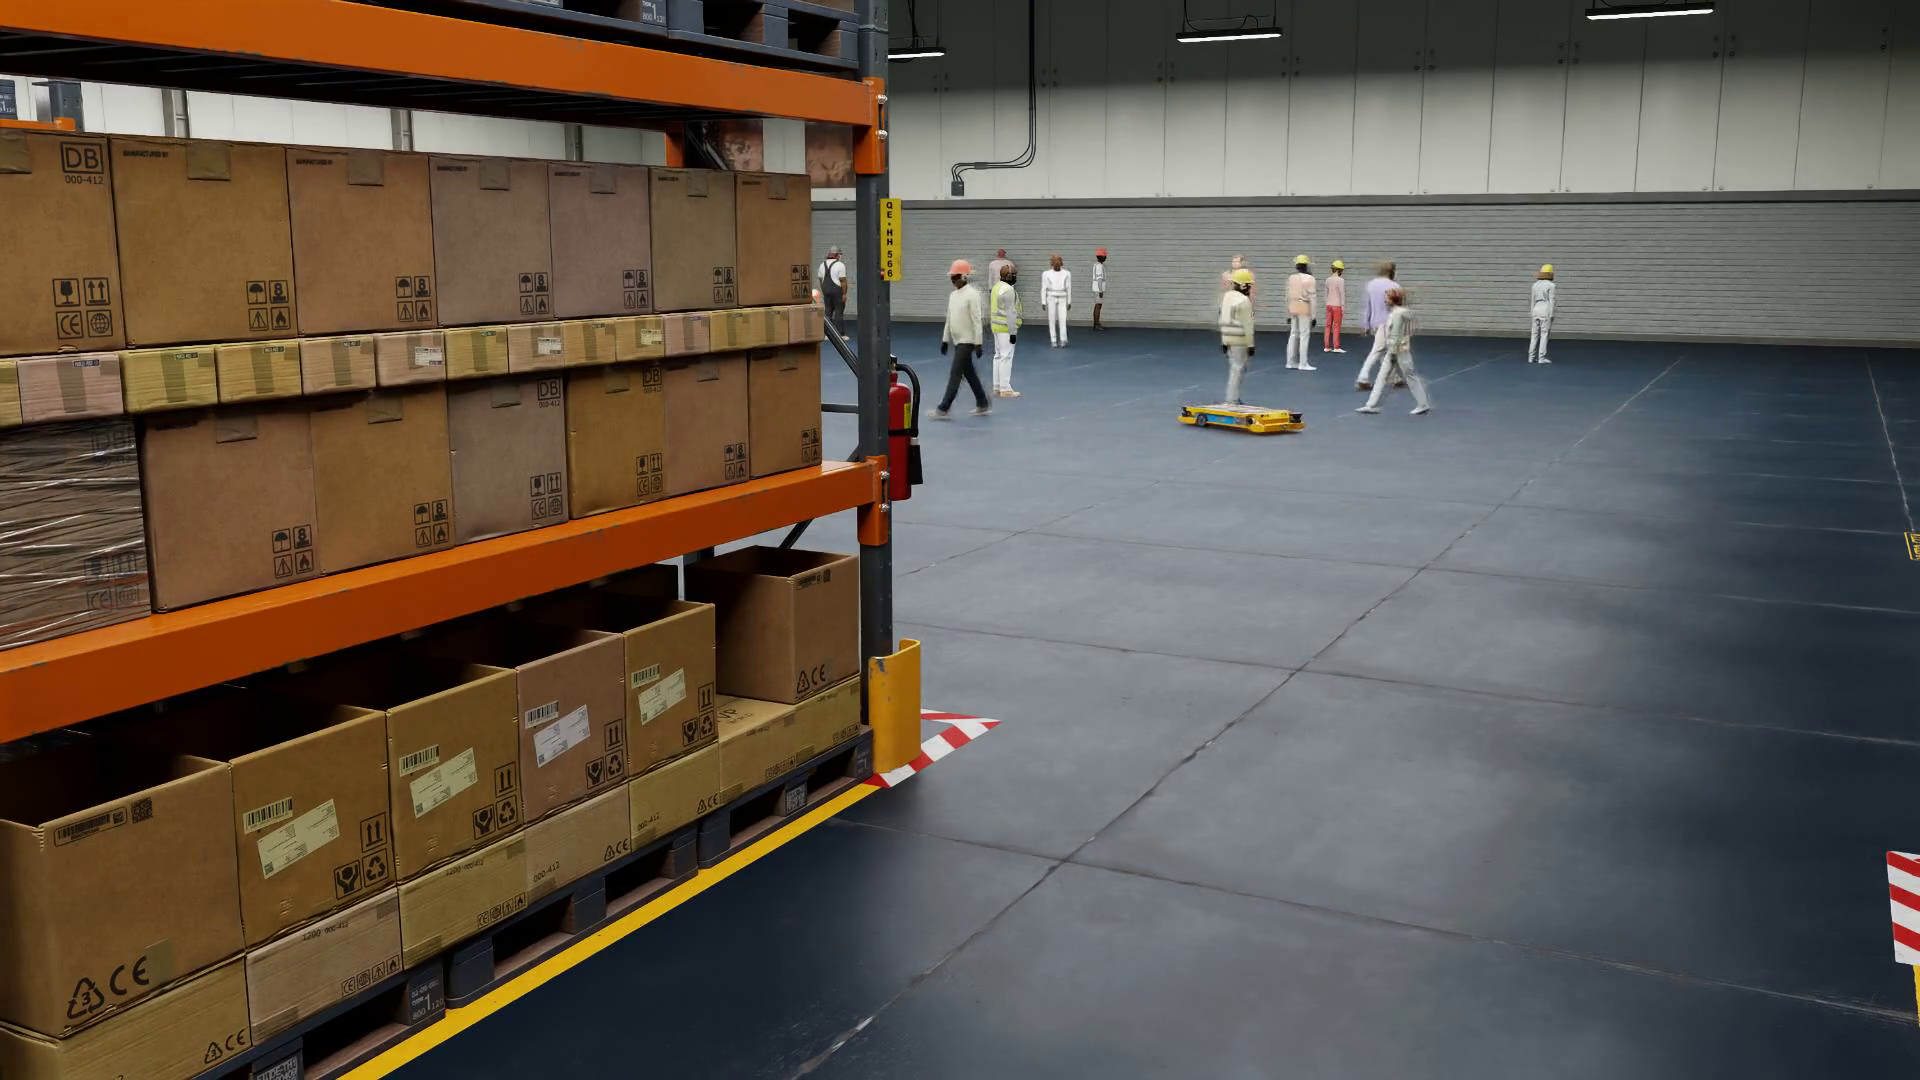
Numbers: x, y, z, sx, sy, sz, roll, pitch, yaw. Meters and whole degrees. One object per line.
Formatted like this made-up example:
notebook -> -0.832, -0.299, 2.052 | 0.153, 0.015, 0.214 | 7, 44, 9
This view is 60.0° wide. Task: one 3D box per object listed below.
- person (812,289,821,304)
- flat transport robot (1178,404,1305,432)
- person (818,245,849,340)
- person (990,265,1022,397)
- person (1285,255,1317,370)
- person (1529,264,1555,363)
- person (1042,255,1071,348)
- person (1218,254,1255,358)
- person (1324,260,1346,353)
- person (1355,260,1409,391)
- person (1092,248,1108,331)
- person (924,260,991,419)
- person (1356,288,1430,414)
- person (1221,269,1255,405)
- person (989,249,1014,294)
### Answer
person -> -2.429, -3.431, 26.406 | 0.552, 1.677, 0.565 | 2, 11, 11
flat transport robot -> 3.270, -1.434, 19.394 | 0.652, 0.197, 1.431 | -7, 13, -35
person -> -2.663, -5.297, 35.630 | 0.684, 2.000, 0.535 | 8, 13, 36
person -> 0.647, -2.908, 23.175 | 0.429, 1.835, 0.630 | -3, 11, -17
person -> 5.673, -3.775, 27.722 | 0.387, 1.898, 0.637 | -8, 13, -38
person -> 10.281, -3.981, 29.308 | 0.365, 1.726, 0.497 | -6, 12, -30
person -> 1.927, -4.723, 33.063 | 0.609, 1.829, 0.968 | -1, 10, -6
person -> 5.083, -4.301, 30.604 | 0.651, 1.891, 0.470 | 6, 12, 32
person -> 7.181, -4.455, 31.788 | 0.309, 1.769, 0.523 | -6, 12, -29
person -> 6.149, -3.100, 24.093 | 1.042, 1.886, 0.650 | -5, 11, -24
person -> 3.300, -5.889, 39.137 | 0.357, 1.938, 0.542 | 0, 10, -2
person -> -0.002, -2.460, 20.447 | 1.001, 1.940, 0.636 | -5, 12, -25
person -> 5.495, -2.355, 20.836 | 0.906, 1.588, 0.525 | 0, 10, 0
person -> 3.600, -2.552, 21.275 | 0.496, 1.811, 0.616 | -3, 11, -16
person -> 1.041, -6.295, 41.440 | 0.645, 1.908, 0.408 | 1, 10, 3
